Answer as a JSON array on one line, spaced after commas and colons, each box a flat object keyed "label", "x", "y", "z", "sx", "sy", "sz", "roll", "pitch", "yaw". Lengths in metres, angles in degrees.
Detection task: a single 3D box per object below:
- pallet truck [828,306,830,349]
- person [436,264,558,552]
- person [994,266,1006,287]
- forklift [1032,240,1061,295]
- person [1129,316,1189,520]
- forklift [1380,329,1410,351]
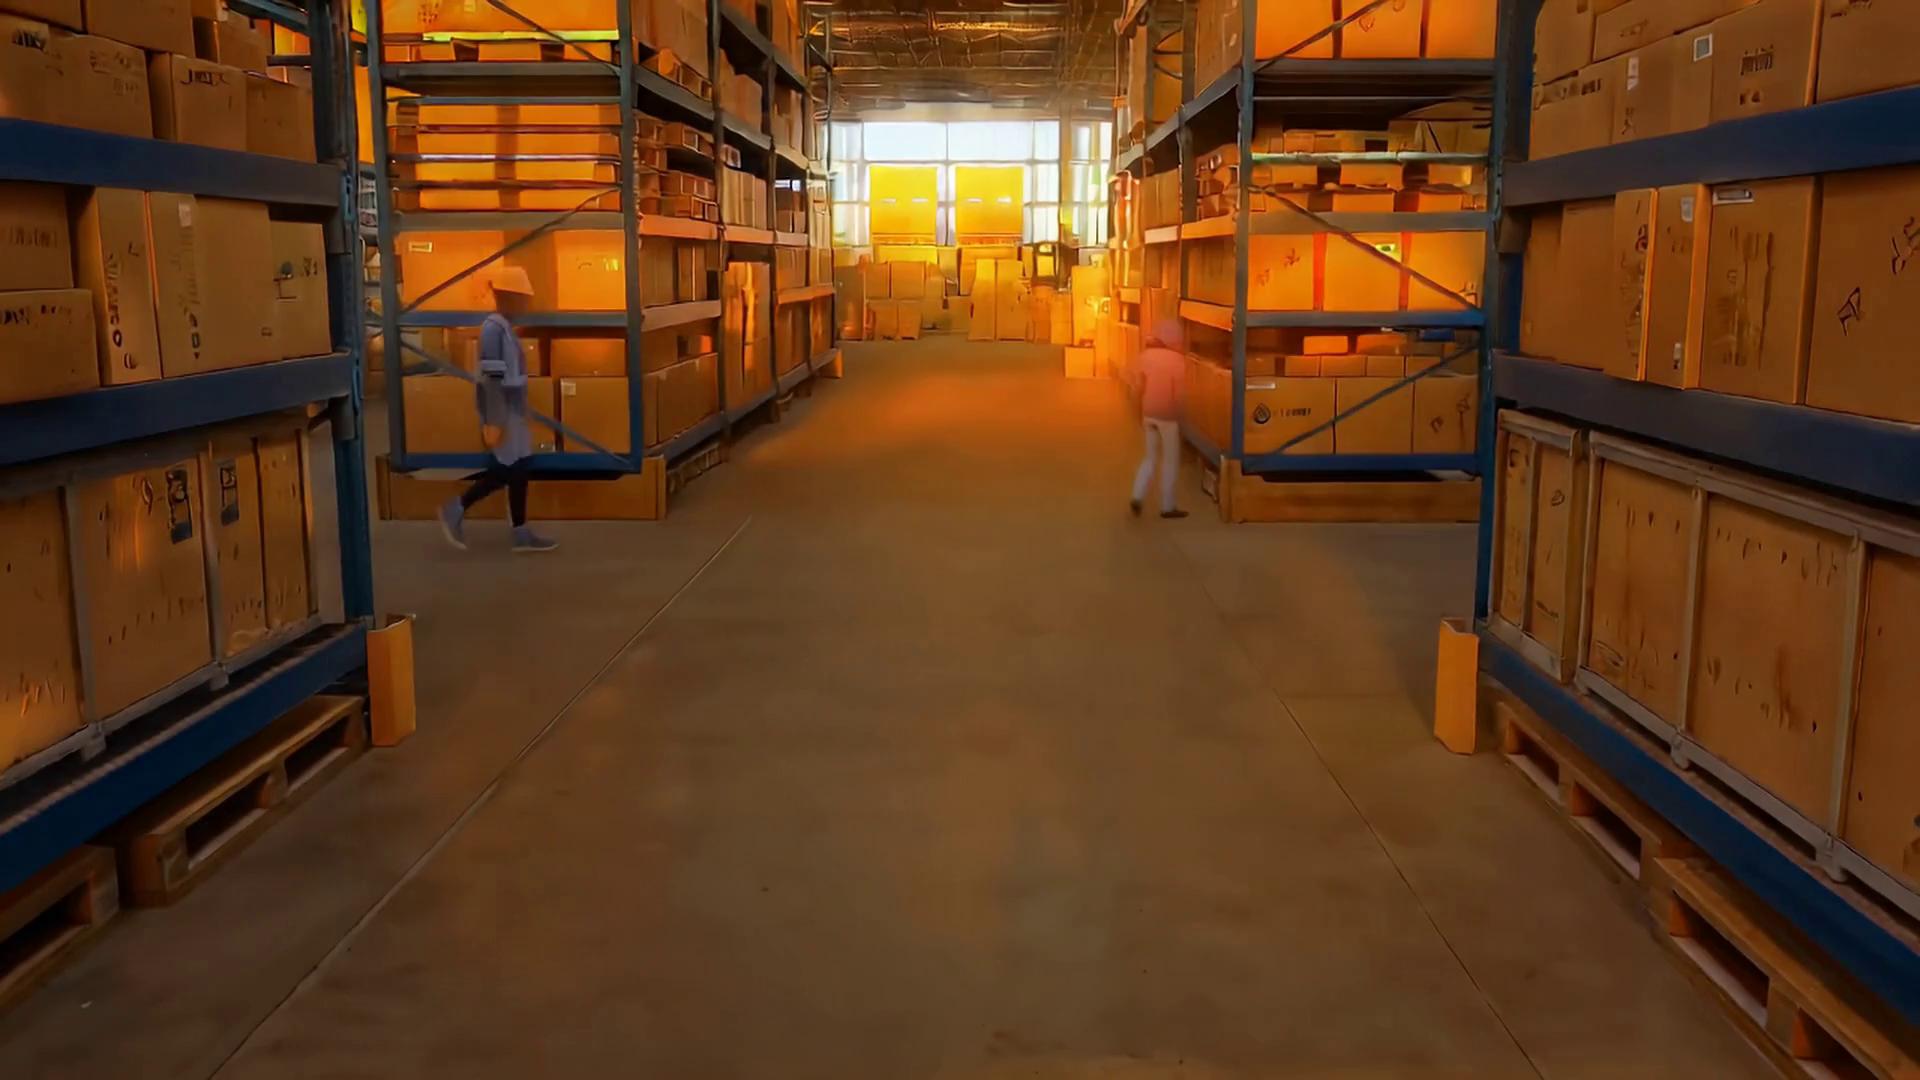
[{"label": "pallet truck", "x": -3.100, "y": -3.940, "z": 29.800, "sx": 1.885, "sy": 1.965, "sz": 0.823, "roll": 3, "pitch": 10, "yaw": 19}, {"label": "person", "x": -3.216, "y": -0.888, "z": 11.480, "sx": 0.703, "sy": 2.017, "sz": 0.604, "roll": -1, "pitch": 10, "yaw": -7}, {"label": "person", "x": 1.562, "y": -10.034, "z": 66.607, "sx": 0.551, "sy": 1.897, "sz": 0.902, "roll": 3, "pitch": 10, "yaw": 19}, {"label": "forklift", "x": 3.172, "y": -9.648, "z": 61.356, "sx": 1.129, "sy": 2.768, "sz": 1.873, "roll": 0, "pitch": 9, "yaw": 1}, {"label": "person", "x": 1.563, "y": -0.943, "z": 12.972, "sx": 0.509, "sy": 1.610, "sz": 0.554, "roll": -8, "pitch": 12, "yaw": -39}, {"label": "forklift", "x": 5.400, "y": -3.360, "z": 23.692, "sx": 1.873, "sy": 2.768, "sz": 1.129, "roll": 0, "pitch": 9, "yaw": 1}]
